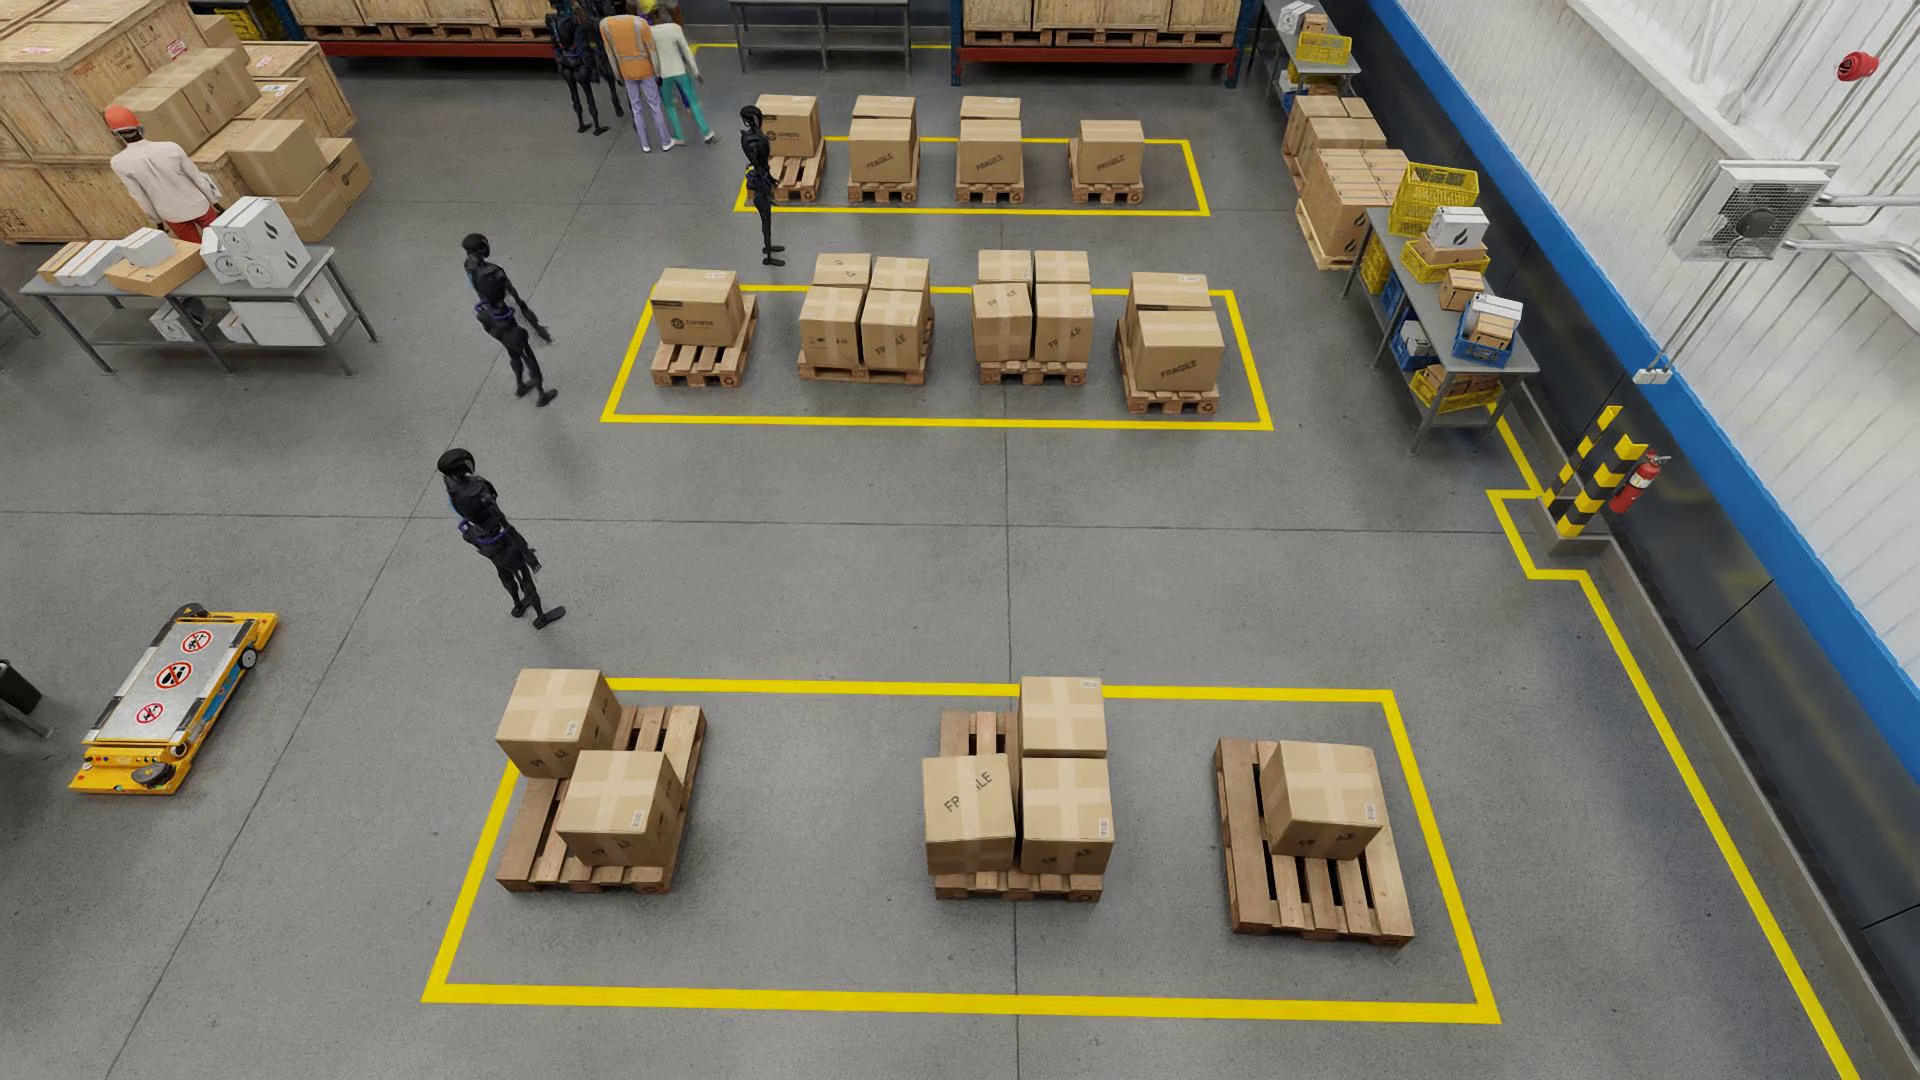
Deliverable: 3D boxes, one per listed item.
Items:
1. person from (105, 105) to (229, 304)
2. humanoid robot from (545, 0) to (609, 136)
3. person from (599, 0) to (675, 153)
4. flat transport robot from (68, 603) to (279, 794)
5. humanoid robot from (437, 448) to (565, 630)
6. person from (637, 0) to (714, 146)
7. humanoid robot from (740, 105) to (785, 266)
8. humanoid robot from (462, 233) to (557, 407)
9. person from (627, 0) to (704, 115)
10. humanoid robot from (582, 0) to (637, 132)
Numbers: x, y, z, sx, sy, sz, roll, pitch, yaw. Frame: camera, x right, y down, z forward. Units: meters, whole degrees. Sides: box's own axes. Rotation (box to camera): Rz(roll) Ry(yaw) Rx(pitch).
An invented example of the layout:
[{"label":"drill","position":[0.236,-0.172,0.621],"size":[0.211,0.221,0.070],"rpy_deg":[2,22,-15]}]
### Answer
[{"label":"person","position":[-7.590,-3.239,8.978],"size":[0.608,1.995,0.379],"rpy_deg":[-31,56,-24]},{"label":"humanoid robot","position":[-4.832,-5.960,11.485],"size":[0.573,1.653,0.324],"rpy_deg":[16,52,13]},{"label":"person","position":[-3.906,-5.668,11.081],"size":[0.584,1.920,0.370],"rpy_deg":[-4,50,-3]},{"label":"flat transport robot","position":[-5.504,1.072,6.442],"size":[0.652,0.197,1.431],"rpy_deg":[1,50,1]},{"label":"humanoid robot","position":[-3.255,-0.009,6.443],"size":[0.612,1.657,0.318],"rpy_deg":[25,54,20]},{"label":"person","position":[-3.540,-5.743,11.280],"size":[0.614,1.729,0.356],"rpy_deg":[-16,52,-13]},{"label":"humanoid robot","position":[-2.045,-3.694,9.561],"size":[0.323,1.657,0.596],"rpy_deg":[-5,50,-4]},{"label":"humanoid robot","position":[-3.943,-1.918,8.060],"size":[0.704,1.645,0.381],"rpy_deg":[23,53,18]},{"label":"person","position":[-3.793,-6.558,11.757],"size":[0.682,2.000,0.536],"rpy_deg":[16,52,13]},{"label":"humanoid robot","position":[-4.387,-6.064,11.583],"size":[0.603,1.642,0.496],"rpy_deg":[-17,52,-14]}]
